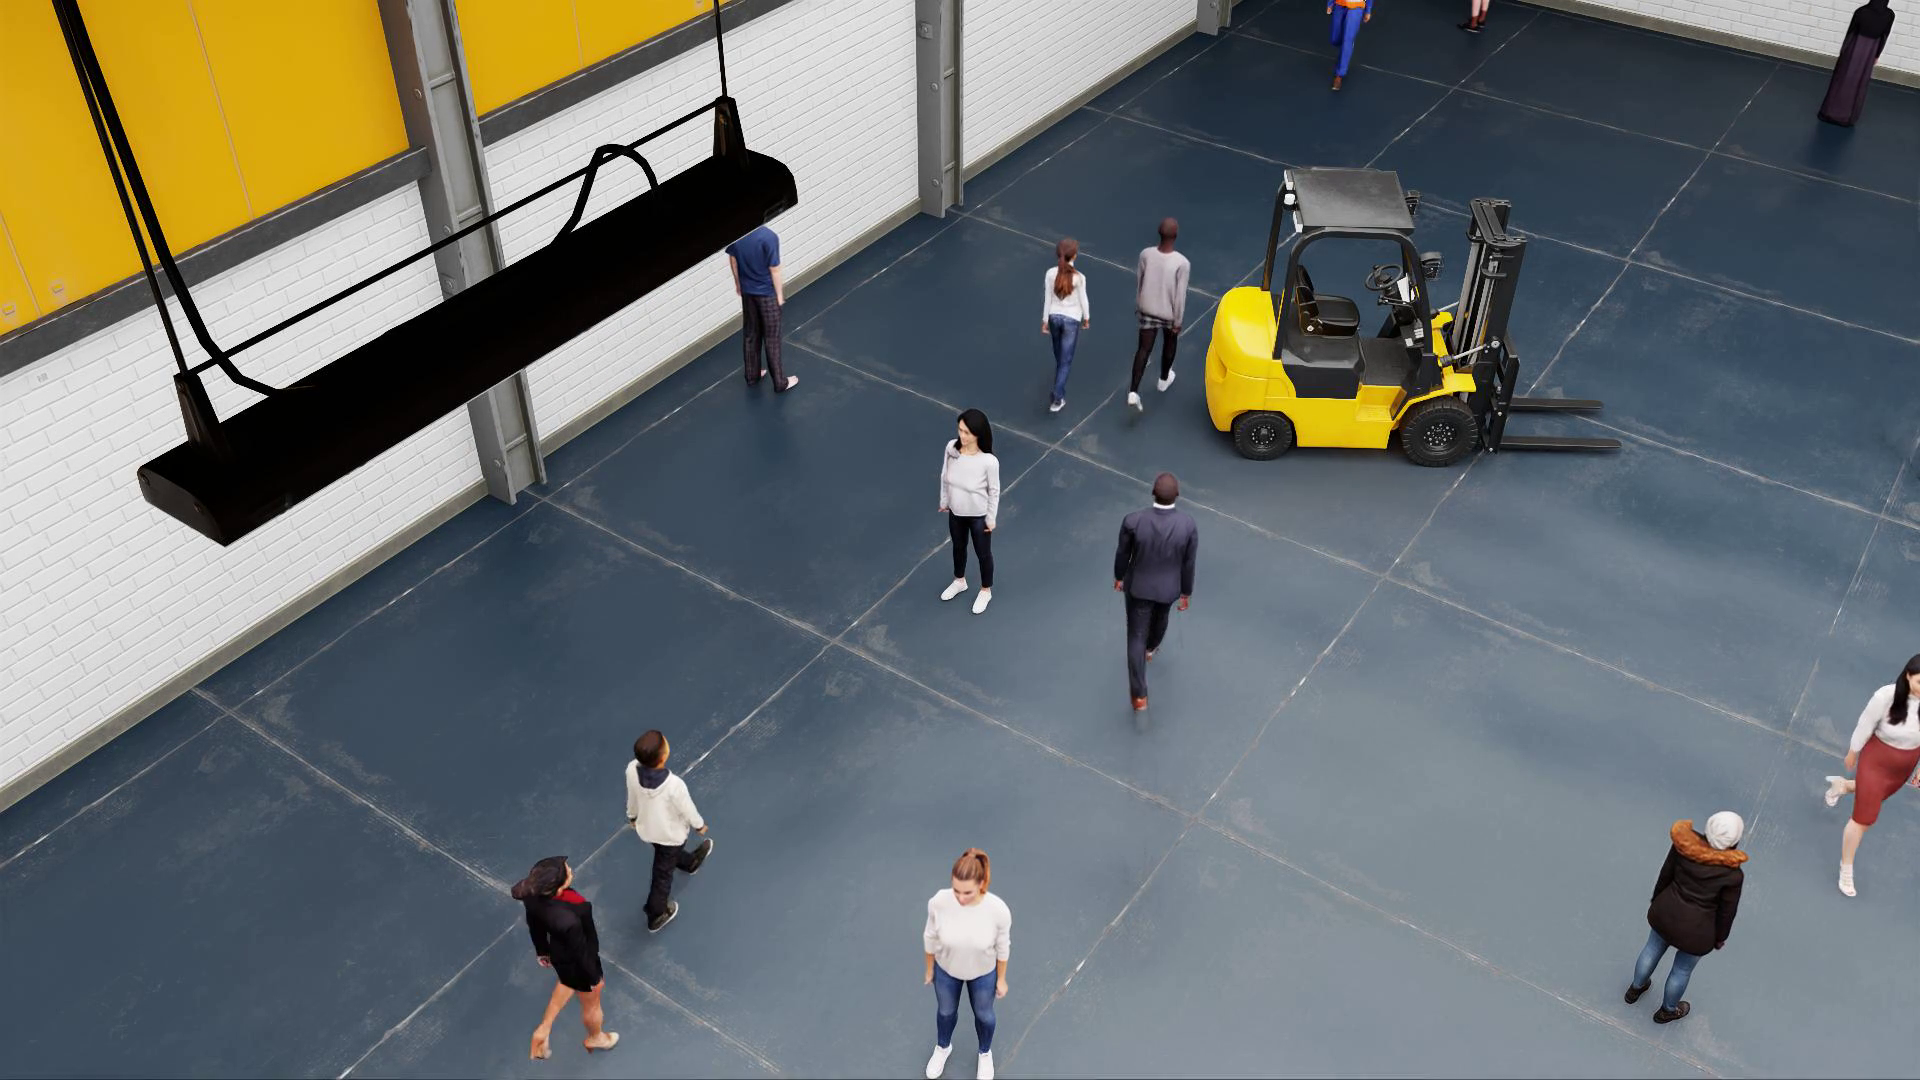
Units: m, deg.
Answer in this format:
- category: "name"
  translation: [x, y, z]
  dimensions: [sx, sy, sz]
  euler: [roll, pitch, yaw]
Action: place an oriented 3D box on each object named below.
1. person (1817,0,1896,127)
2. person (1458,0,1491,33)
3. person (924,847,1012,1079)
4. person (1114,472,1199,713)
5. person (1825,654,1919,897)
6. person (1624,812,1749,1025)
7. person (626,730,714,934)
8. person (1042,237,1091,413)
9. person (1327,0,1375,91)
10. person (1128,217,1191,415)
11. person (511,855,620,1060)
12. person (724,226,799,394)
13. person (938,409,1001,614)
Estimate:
- category: "person"
  translation: [10.097, -5.471, 18.667]
  dimensions: [0.676, 1.615, 0.701]
  euler: [11, 40, 13]
- category: "person"
  translation: [6.572, -7.256, 20.819]
  dimensions: [0.516, 1.720, 0.718]
  euler: [-32, 48, -33]
- category: "person"
  translation: [0.033, 2.284, 8.873]
  dimensions: [0.684, 1.720, 0.669]
  euler: [7, 39, 8]
- category: "person"
  translation: [1.298, 0.362, 11.217]
  dimensions: [1.099, 1.798, 1.305]
  euler: [2, 39, 2]
- category: "person"
  translation: [5.583, 1.326, 10.070]
  dimensions: [0.936, 1.723, 1.133]
  euler: [3, 39, 4]
- category: "person"
  translation: [4.029, 2.074, 9.205]
  dimensions: [0.702, 1.634, 0.699]
  euler: [-26, 45, -29]
- category: "person"
  translation: [-1.795, 1.745, 9.788]
  dimensions: [0.618, 1.420, 0.923]
  euler: [21, 43, 25]
- category: "person"
  translation: [0.864, -1.811, 14.164]
  dimensions: [0.704, 1.517, 1.064]
  euler: [13, 40, 16]
- category: "person"
  translation: [4.580, -6.243, 19.452]
  dimensions: [0.787, 1.843, 1.035]
  euler: [16, 41, 19]
- category: "person"
  translation: [1.652, -1.880, 14.068]
  dimensions: [0.743, 1.744, 1.160]
  euler: [17, 42, 20]
- category: "person"
  translation: [-2.127, 2.310, 8.915]
  dimensions: [0.630, 1.627, 0.785]
  euler: [31, 48, 33]
- category: "person"
  translation: [-1.722, -2.127, 14.276]
  dimensions: [0.691, 1.870, 0.587]
  euler: [18, 42, 21]
- category: "person"
  translation: [0.084, -0.223, 12.028]
  dimensions: [0.625, 1.700, 0.553]
  euler: [21, 43, 25]
